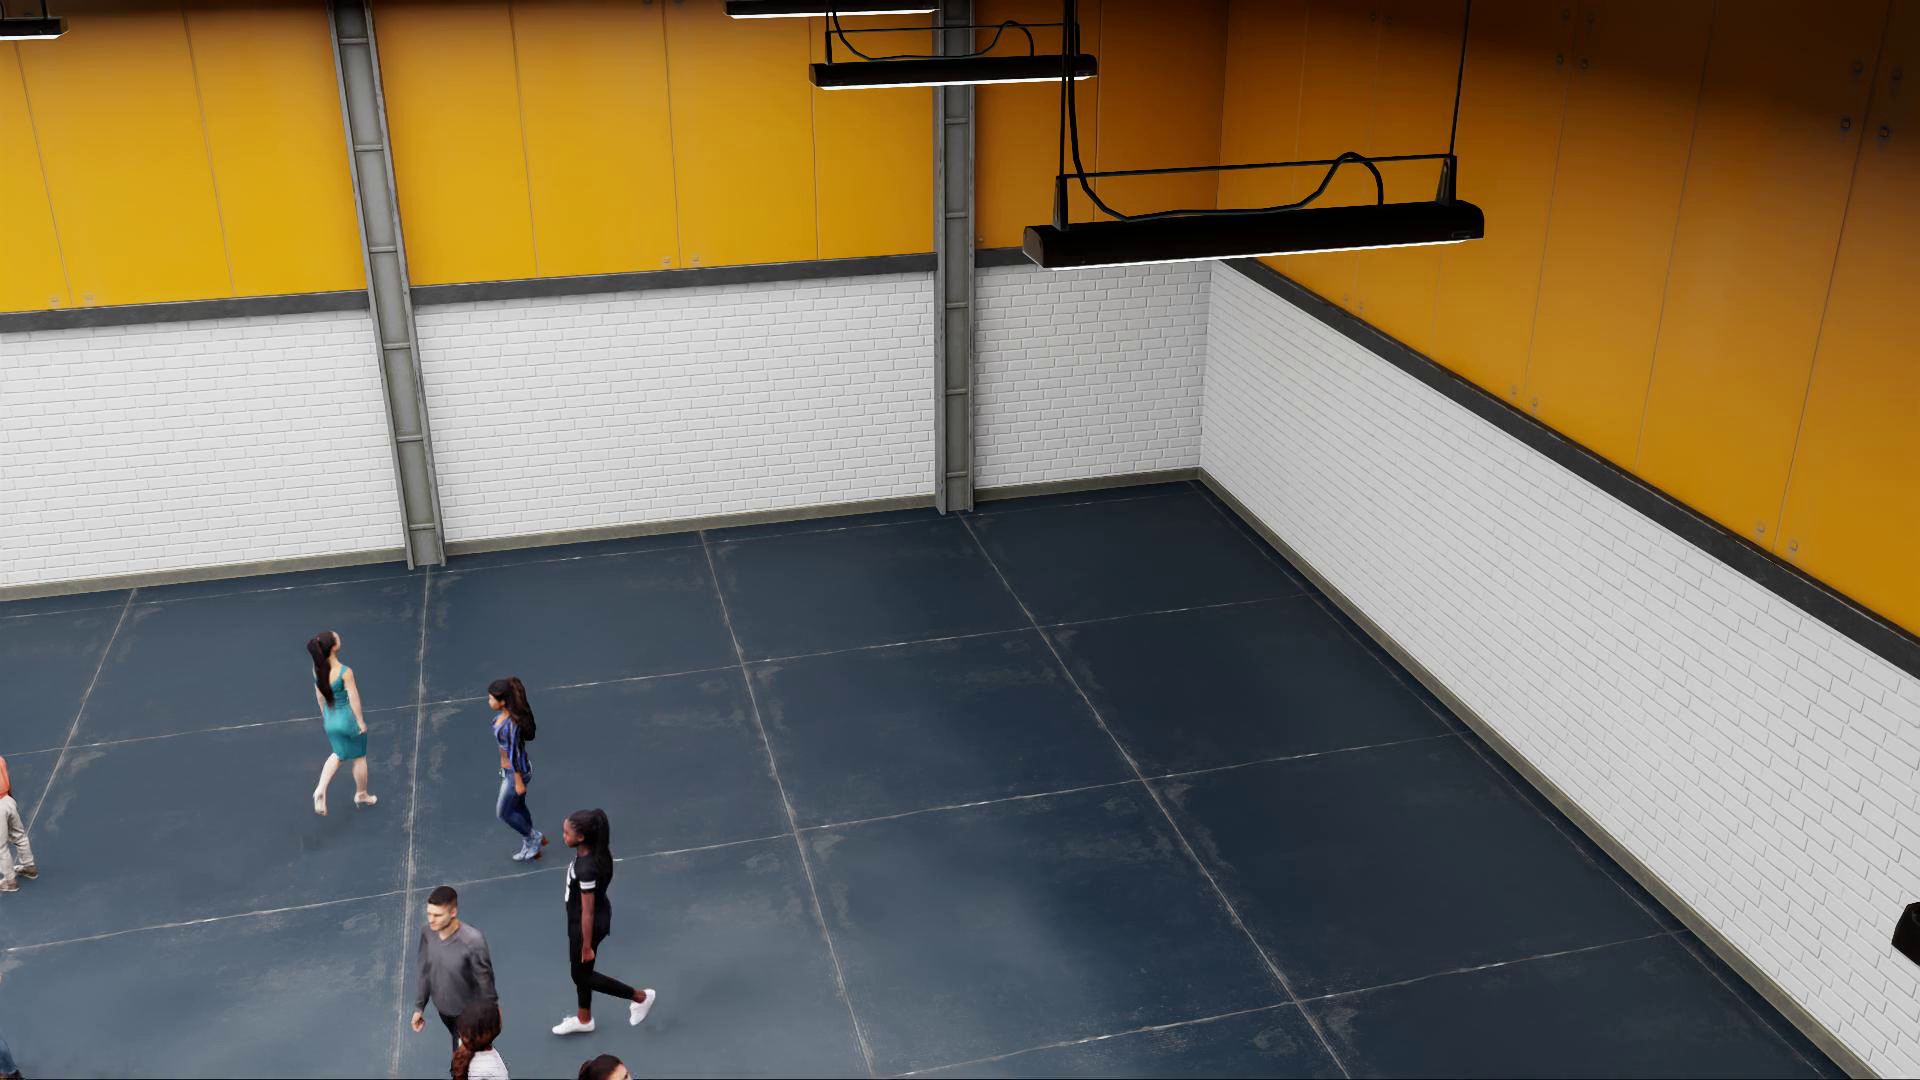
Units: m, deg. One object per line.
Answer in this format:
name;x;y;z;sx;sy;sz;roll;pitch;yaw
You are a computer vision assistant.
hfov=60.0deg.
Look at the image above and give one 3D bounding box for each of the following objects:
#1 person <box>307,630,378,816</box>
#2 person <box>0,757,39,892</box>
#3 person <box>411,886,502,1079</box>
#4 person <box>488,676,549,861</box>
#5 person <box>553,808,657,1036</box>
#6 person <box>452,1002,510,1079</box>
person;-4.999;1.508;13.326;0.860;1.672;0.883;10;25;21
person;-7.267;2.038;12.570;0.586;1.308;0.545;8;25;18
person;-3.016;2.824;10.245;1.030;1.729;1.076;12;27;26
person;-3.345;1.776;12.793;0.640;1.609;0.659;-9;25;-21
person;-2.381;2.529;10.936;0.928;1.716;0.642;-6;24;-14
person;-2.665;3.312;9.184;1.139;1.684;0.872;-17;29;-34
